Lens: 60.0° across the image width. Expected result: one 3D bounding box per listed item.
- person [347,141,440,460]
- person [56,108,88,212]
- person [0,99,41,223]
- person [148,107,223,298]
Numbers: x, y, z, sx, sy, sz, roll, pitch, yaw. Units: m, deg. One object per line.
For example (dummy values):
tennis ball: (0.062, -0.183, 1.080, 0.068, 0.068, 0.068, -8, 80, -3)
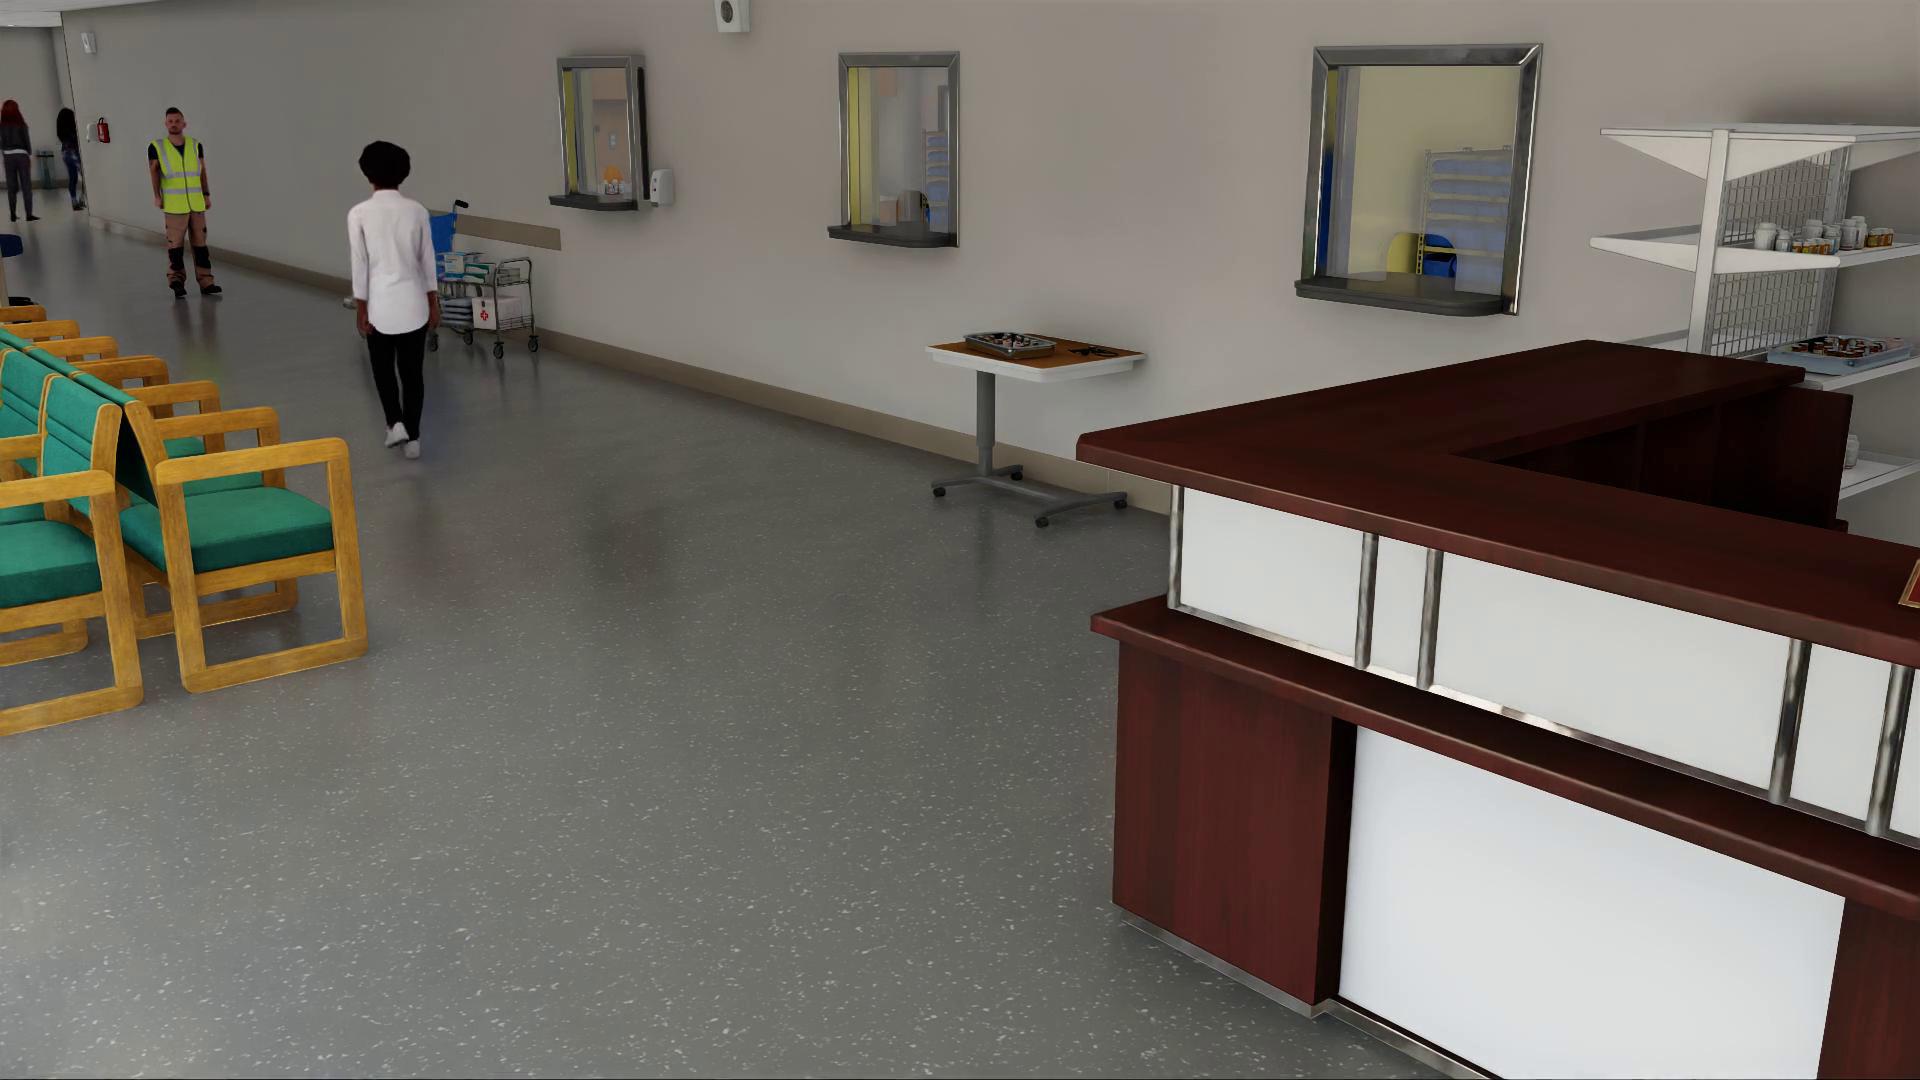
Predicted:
person: (-3.200, -1.345, 9.483, 0.635, 1.798, 0.765, -7, 17, -24)
person: (-14.211, -6.065, 26.571, 0.730, 1.609, 0.774, 2, 16, 9)
person: (-14.083, -5.659, 24.832, 0.628, 1.772, 0.720, -2, 16, -5)
person: (-7.724, -3.365, 16.561, 0.782, 1.846, 0.657, 15, 22, 42)
